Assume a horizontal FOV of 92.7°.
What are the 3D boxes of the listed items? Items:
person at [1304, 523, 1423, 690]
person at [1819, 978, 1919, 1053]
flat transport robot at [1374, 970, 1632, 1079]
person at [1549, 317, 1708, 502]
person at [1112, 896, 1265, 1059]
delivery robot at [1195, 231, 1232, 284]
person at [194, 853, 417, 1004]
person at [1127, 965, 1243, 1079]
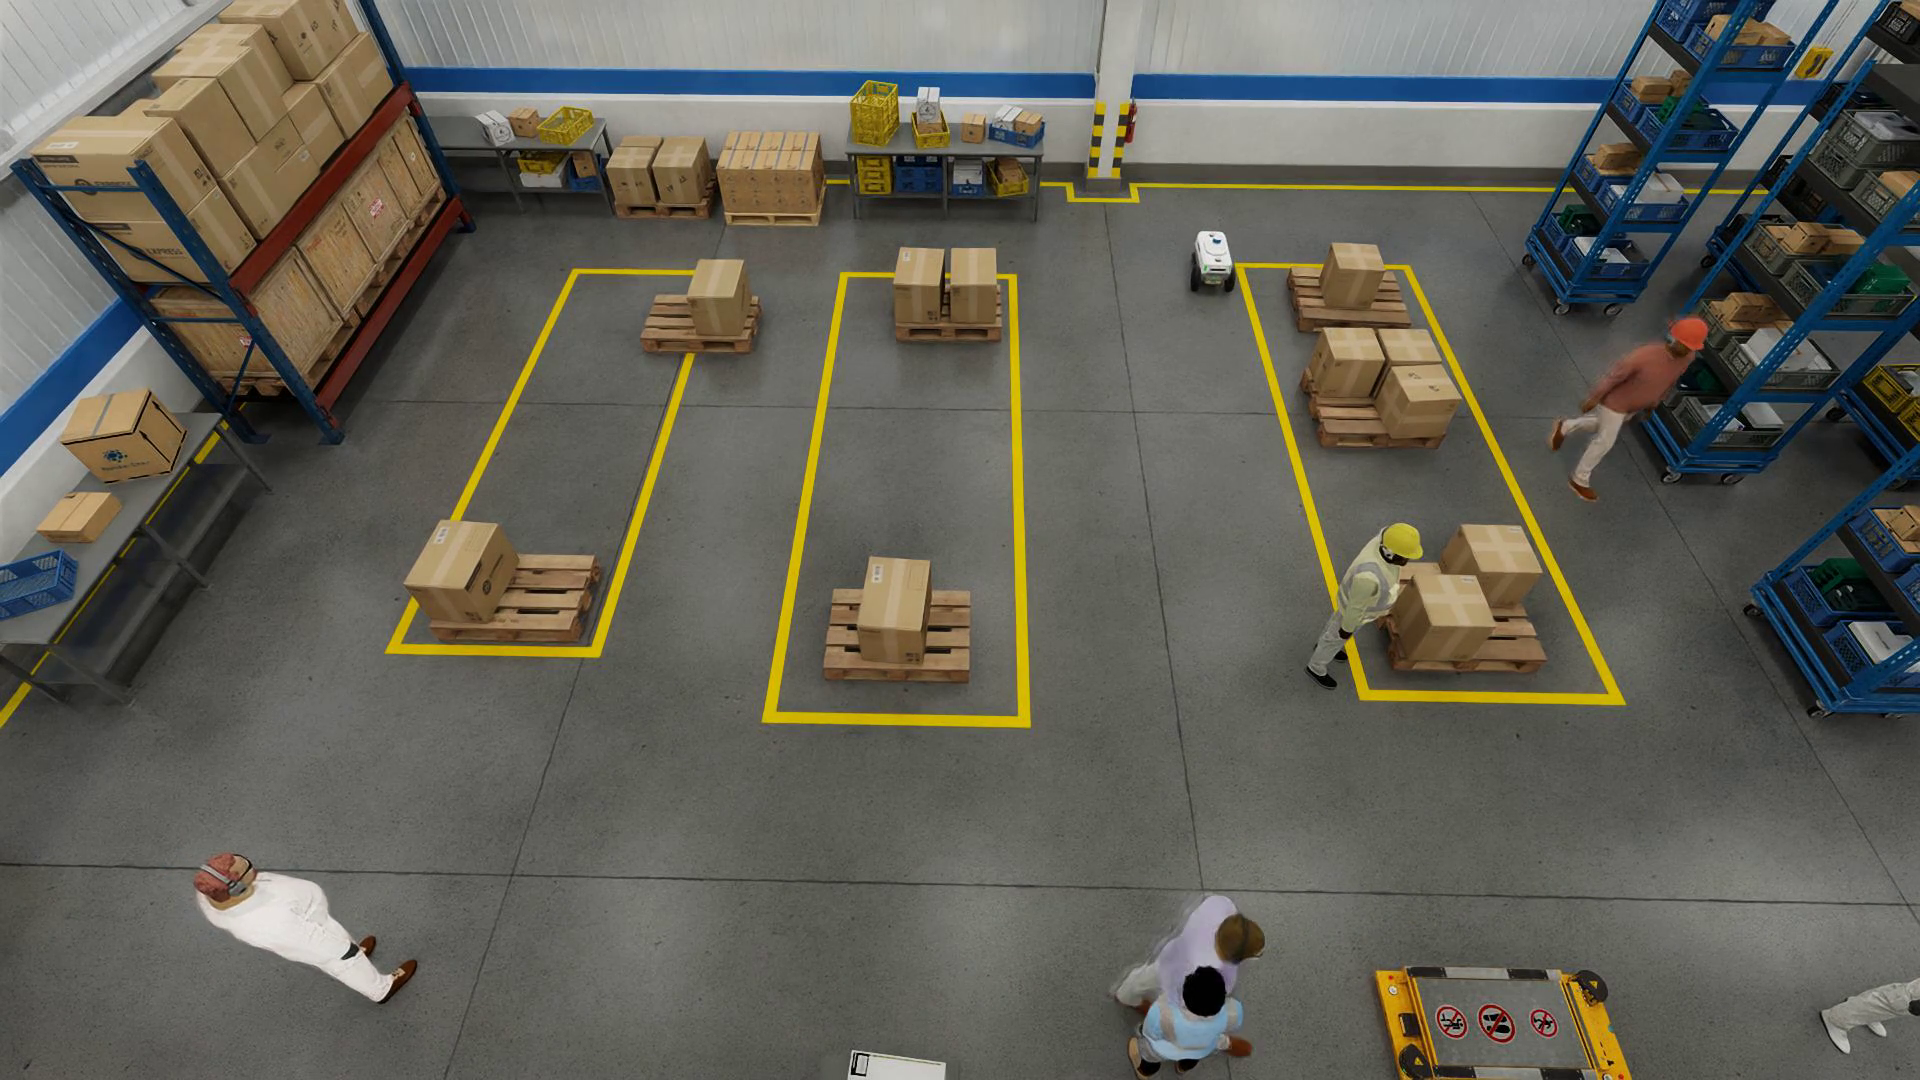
[{"bbox_3d":[3.099,0.487,7.070,0.404,1.829,0.600,27,56,20],"label":"person"},{"bbox_3d":[5.856,2.668,5.415,0.523,1.640,0.306,-13,52,-11],"label":"person"},{"bbox_3d":[3.501,3.133,5.914,1.431,0.197,0.652,1,51,1],"label":"flat transport robot"},{"bbox_3d":[6.107,-1.344,8.483,0.600,1.966,0.919,-9,51,-7],"label":"person"},{"bbox_3d":[1.448,2.572,5.330,0.970,1.891,0.645,12,52,9],"label":"person"},{"bbox_3d":[3.051,-3.432,11.025,0.477,0.478,0.707,2,51,2],"label":"delivery robot"},{"bbox_3d":[-3.932,2.332,5.525,0.639,1.900,0.401,20,53,15],"label":"person"},{"bbox_3d":[1.262,2.814,5.260,0.536,1.695,0.321,-3,51,-2],"label":"person"}]
